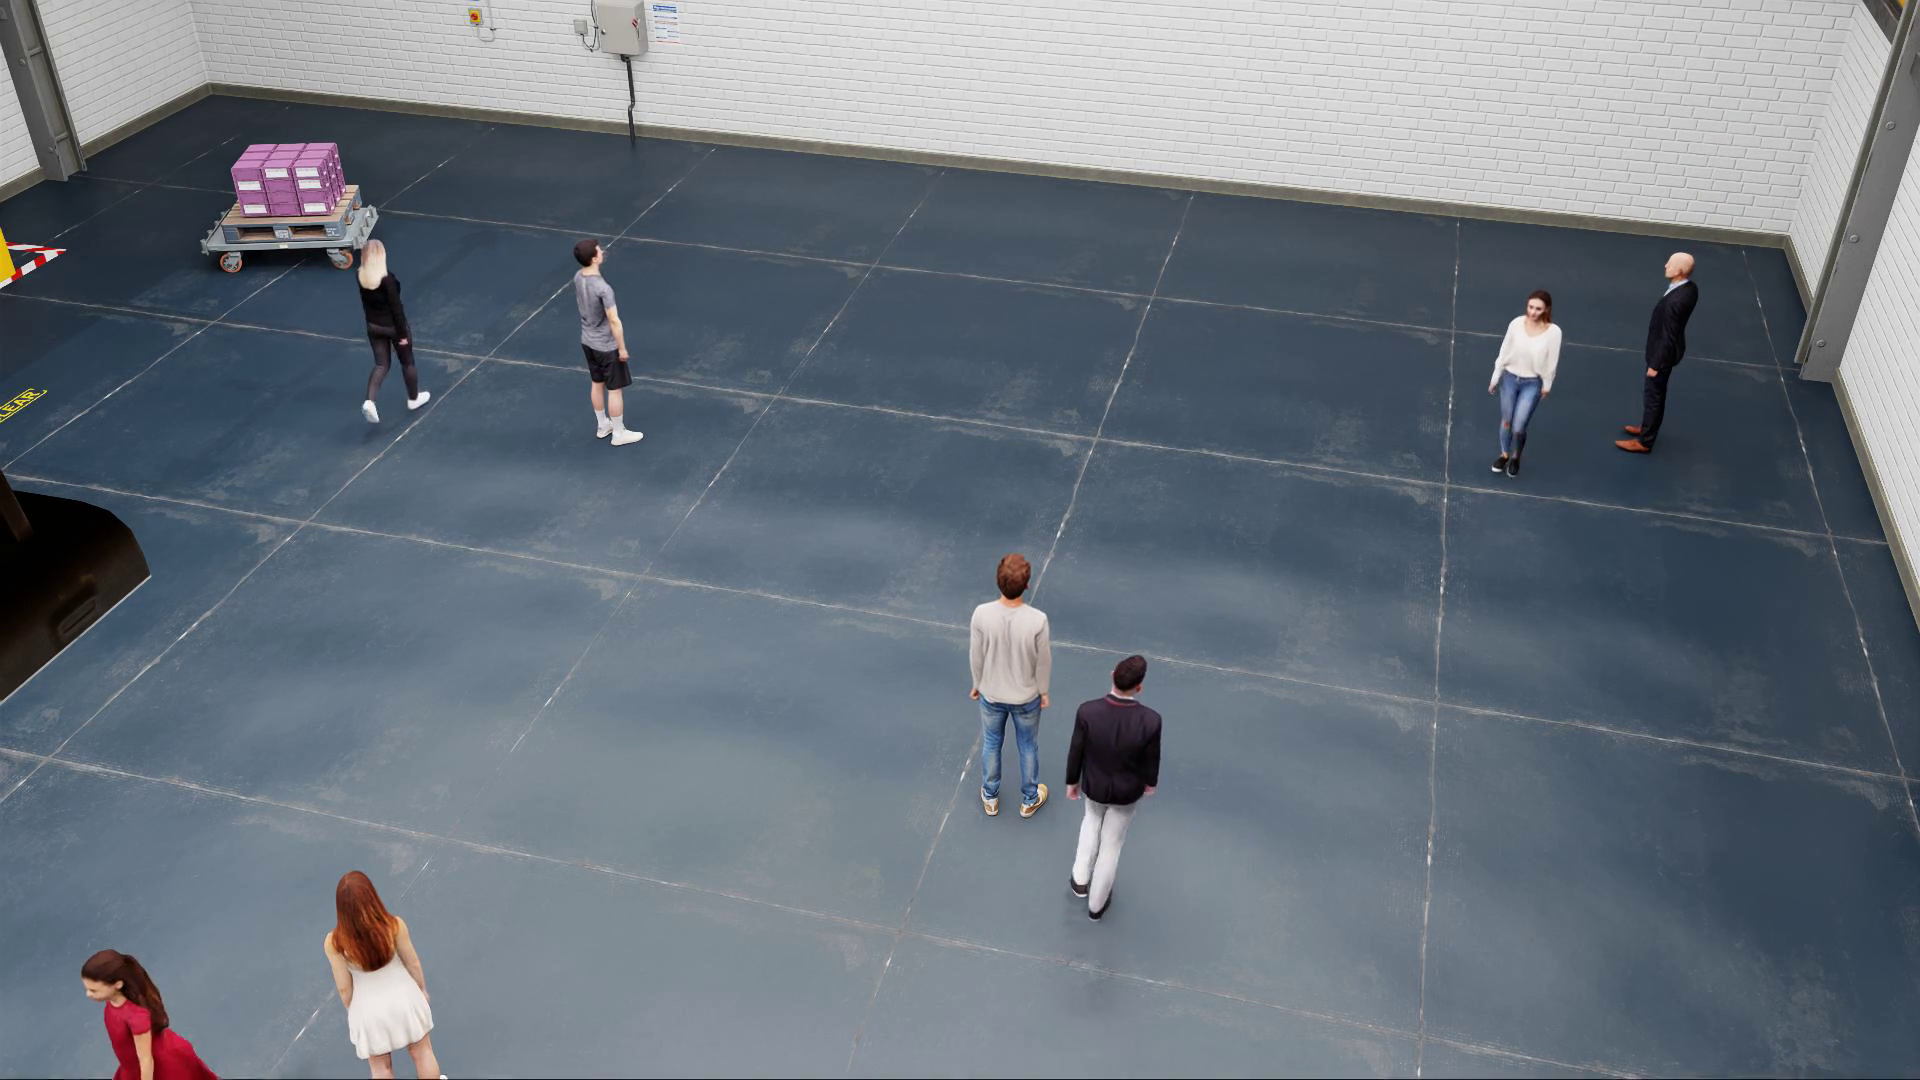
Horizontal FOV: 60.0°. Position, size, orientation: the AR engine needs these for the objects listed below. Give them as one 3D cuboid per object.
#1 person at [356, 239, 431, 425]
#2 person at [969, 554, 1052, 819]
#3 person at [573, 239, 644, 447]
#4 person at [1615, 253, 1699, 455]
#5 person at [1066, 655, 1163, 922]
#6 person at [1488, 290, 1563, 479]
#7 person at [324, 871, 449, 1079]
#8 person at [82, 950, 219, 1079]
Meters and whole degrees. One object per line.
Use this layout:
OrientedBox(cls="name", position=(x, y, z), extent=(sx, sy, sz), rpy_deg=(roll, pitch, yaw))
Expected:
OrientedBox(cls="person", position=(-5.056, -1.787, 14.499), extent=(0.660, 1.665, 1.024), rpy_deg=(12, 35, 17))
OrientedBox(cls="person", position=(0.311, 0.918, 10.214), extent=(0.657, 1.903, 0.580), rpy_deg=(6, 34, 9))
OrientedBox(cls="person", position=(-3.060, -1.690, 14.167), extent=(0.740, 1.871, 0.736), rpy_deg=(29, 43, 36))
OrientedBox(cls="person", position=(5.958, -1.587, 14.078), extent=(0.812, 1.798, 0.621), rpy_deg=(19, 38, 26))
OrientedBox(cls="person", position=(0.855, 1.482, 9.445), extent=(0.666, 1.815, 0.629), rpy_deg=(8, 34, 12))
OrientedBox(cls="person", position=(4.681, -1.323, 13.788), extent=(0.712, 1.678, 0.704), rpy_deg=(23, 40, 31))
OrientedBox(cls="person", position=(-2.870, 2.305, 8.300), extent=(0.651, 1.712, 0.690), rpy_deg=(-12, 36, -18))
OrientedBox(cls="person", position=(-3.865, 2.516, 8.146), extent=(0.751, 1.531, 0.897), rpy_deg=(25, 41, 32))
